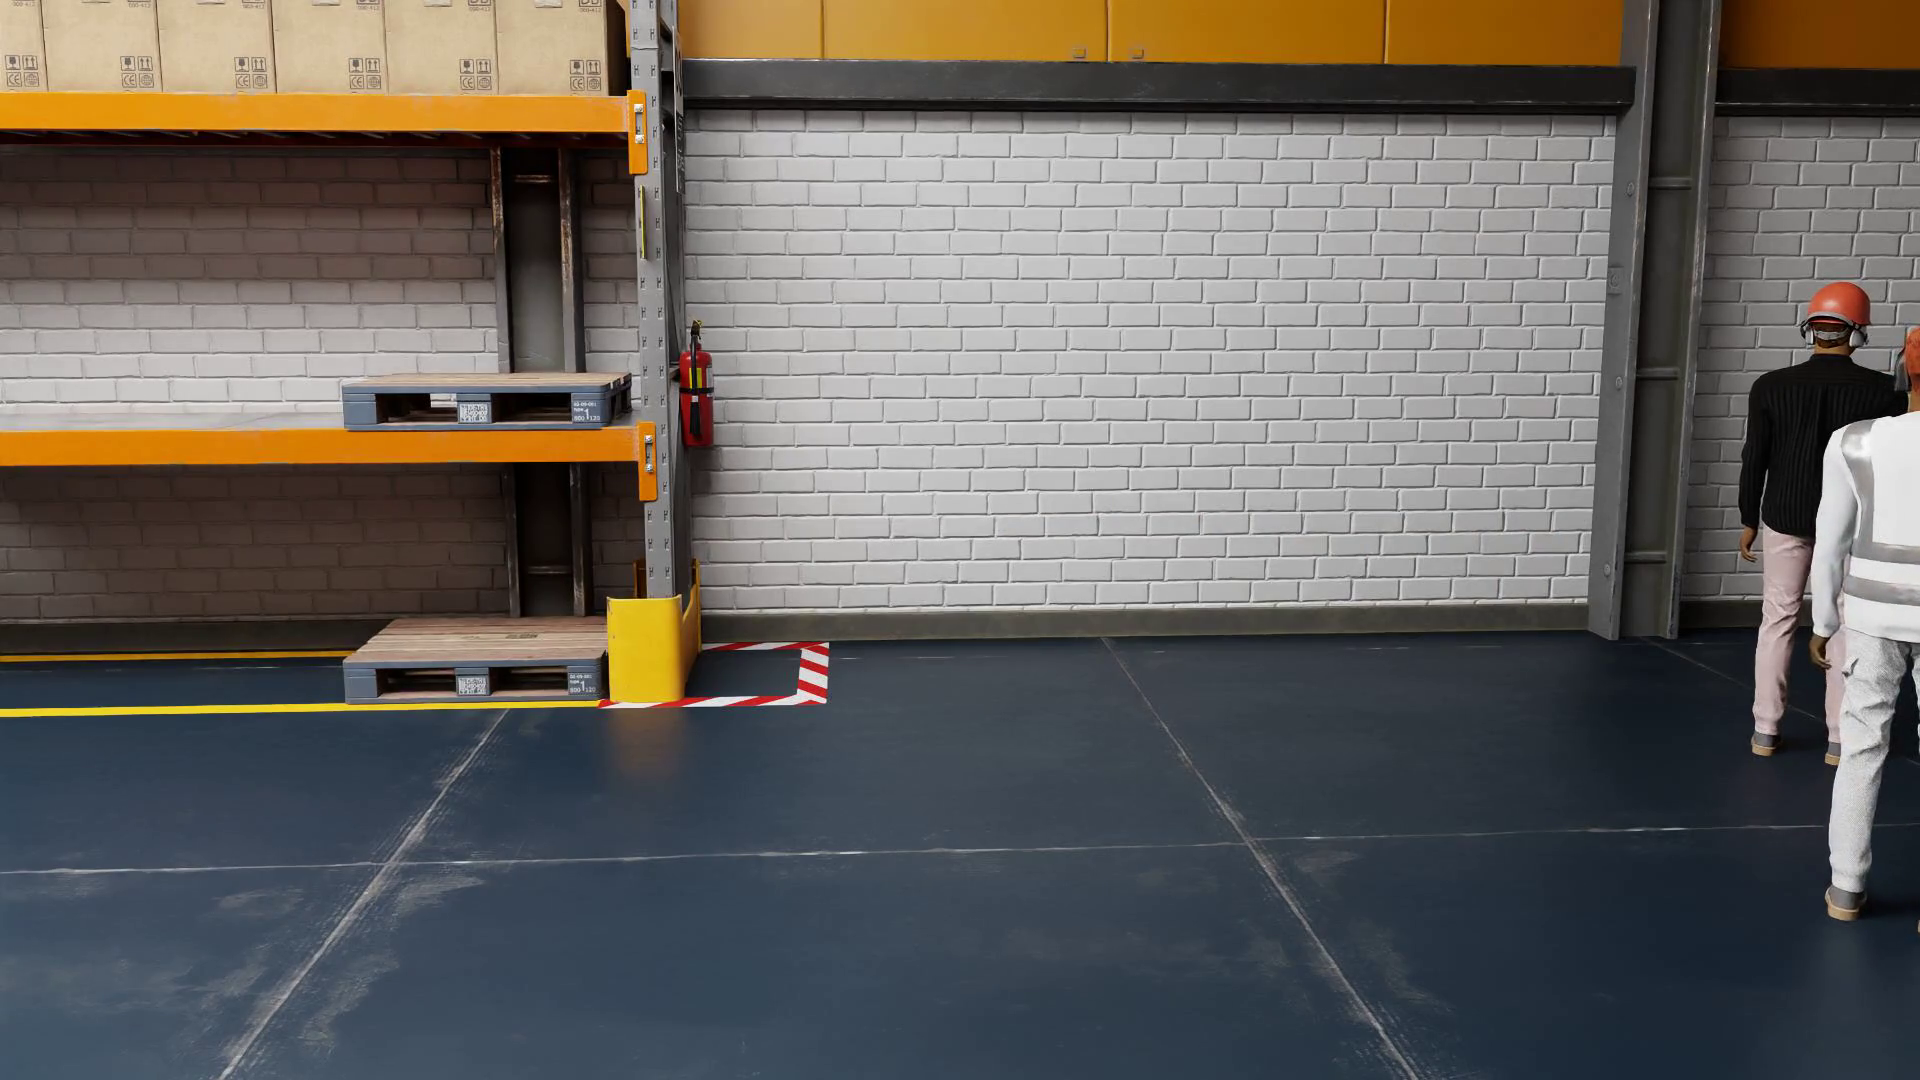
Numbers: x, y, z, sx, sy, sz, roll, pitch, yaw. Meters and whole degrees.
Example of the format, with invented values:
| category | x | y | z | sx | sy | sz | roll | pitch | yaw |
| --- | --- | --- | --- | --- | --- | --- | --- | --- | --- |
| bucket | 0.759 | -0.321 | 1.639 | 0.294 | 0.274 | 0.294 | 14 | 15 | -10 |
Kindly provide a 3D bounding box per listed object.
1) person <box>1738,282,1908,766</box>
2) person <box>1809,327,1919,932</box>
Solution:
| category | x | y | z | sx | sy | sz | roll | pitch | yaw |
| --- | --- | --- | --- | --- | --- | --- | --- | --- | --- |
| person | 3.582 | -0.068 | 6.930 | 0.621 | 1.992 | 0.397 | 6 | 11 | 35 |
| person | 2.943 | 0.273 | 5.131 | 0.585 | 1.882 | 0.337 | 7 | 11 | 36 |
